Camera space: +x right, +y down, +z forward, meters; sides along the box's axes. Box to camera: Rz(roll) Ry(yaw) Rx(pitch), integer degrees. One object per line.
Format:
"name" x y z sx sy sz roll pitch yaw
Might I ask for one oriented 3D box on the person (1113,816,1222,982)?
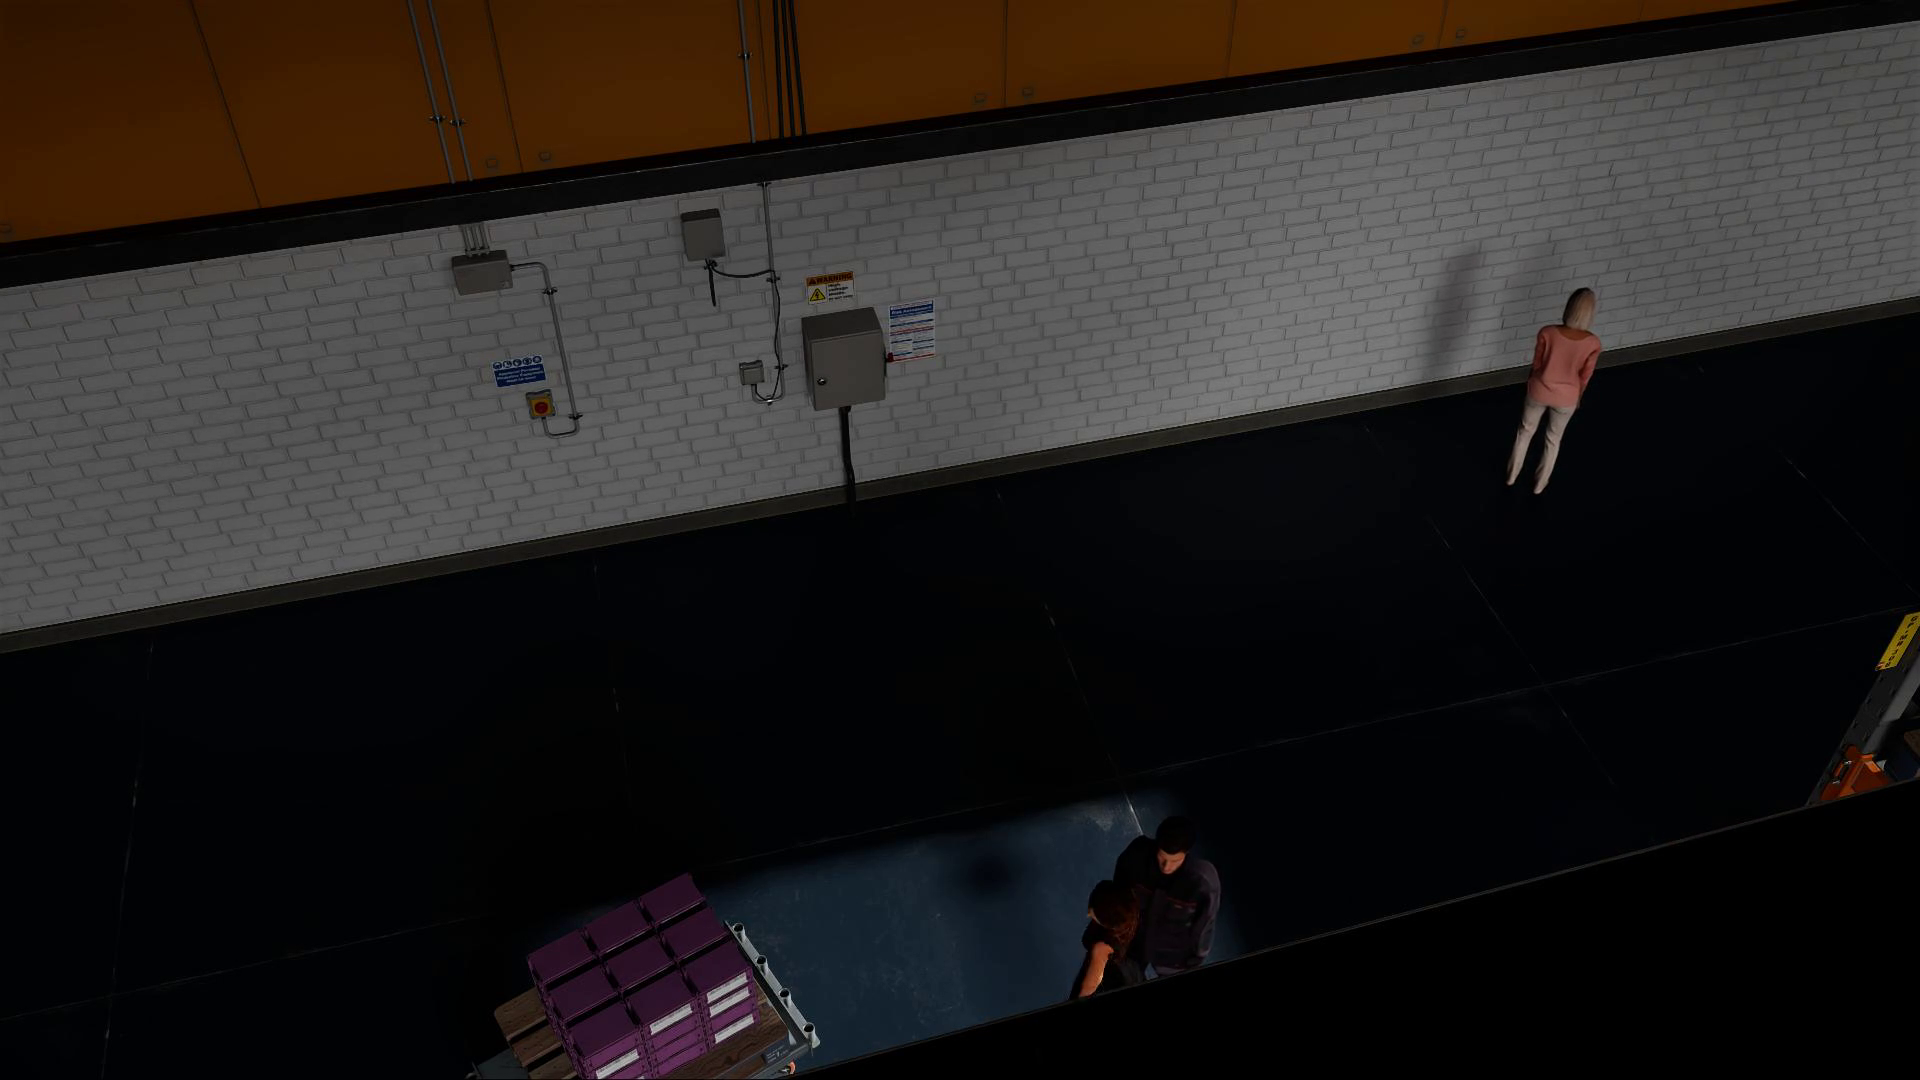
"person" 1.032 2.012 8.570 0.790 1.938 0.836 19 47 19

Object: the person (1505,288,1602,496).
"person" 4.261 -1.066 11.956 0.669 1.725 0.699 15 46 15
